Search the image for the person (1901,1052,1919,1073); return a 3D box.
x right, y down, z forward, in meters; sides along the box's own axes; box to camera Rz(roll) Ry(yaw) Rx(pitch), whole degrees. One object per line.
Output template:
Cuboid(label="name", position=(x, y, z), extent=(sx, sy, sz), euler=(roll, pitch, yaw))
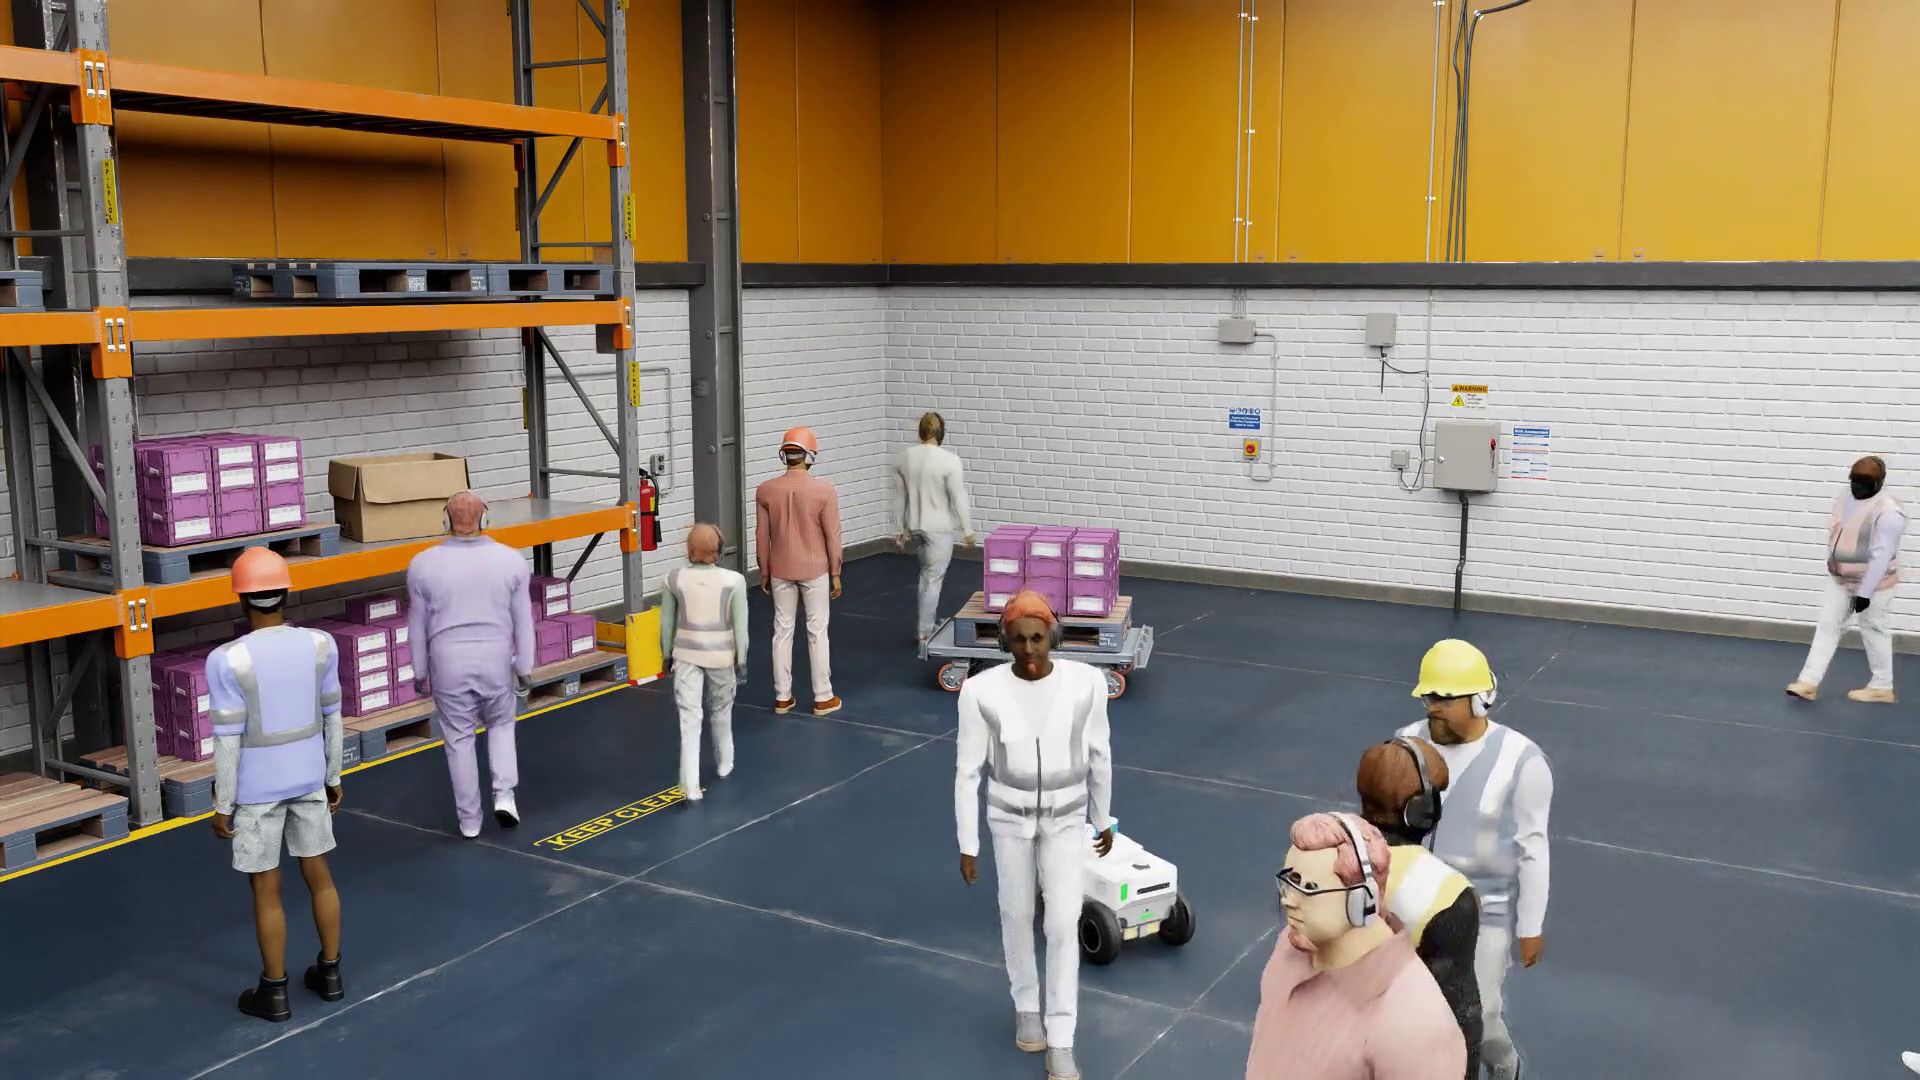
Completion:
Cuboid(label="person", position=(3.702, 1.159, 5.880), extent=(0.650, 1.886, 0.749), euler=(-2, 9, -15))

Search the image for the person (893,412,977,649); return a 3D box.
Cuboid(label="person", position=(-0.163, -0.084, 13.512), extent=(0.648, 1.918, 0.642), euler=(8, 12, 40))

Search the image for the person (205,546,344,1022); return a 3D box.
Cuboid(label="person", position=(-2.795, 0.986, 6.793), extent=(0.363, 1.934, 0.552), euler=(8, 12, 40))

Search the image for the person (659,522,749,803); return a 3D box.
Cuboid(label="person", position=(-1.490, 0.693, 9.683), extent=(0.529, 1.595, 0.847), euler=(0, 9, -1))

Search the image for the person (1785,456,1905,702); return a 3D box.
Cuboid(label="person", position=(6.218, 0.291, 11.615), extent=(0.881, 1.783, 0.696), euler=(-2, 9, -10))

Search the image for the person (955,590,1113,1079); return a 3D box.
Cuboid(label="person", position=(0.287, 1.112, 6.264), extent=(0.609, 1.852, 0.791), euler=(0, 9, 1))

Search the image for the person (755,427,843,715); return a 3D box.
Cuboid(label="person", position=(-1.094, 0.217, 11.439), extent=(0.609, 1.986, 0.392), euler=(2, 9, 12))

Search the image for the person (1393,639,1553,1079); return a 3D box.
Cuboid(label="person", position=(1.716, 1.222, 5.691), extent=(0.472, 1.816, 0.608), euler=(-8, 12, -42))

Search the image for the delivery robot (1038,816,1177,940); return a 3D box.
Cuboid(label="delivery robot", position=(0.662, 1.501, 7.567), extent=(0.477, 0.478, 0.707), euler=(-6, 11, -31))

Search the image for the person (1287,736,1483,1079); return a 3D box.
Cuboid(label="person", position=(1.096, 1.420, 4.415), extent=(0.523, 1.827, 0.643), euler=(-5, 10, -29))

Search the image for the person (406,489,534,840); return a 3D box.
Cuboid(label="person", position=(-2.625, 0.669, 8.927), extent=(0.644, 1.892, 0.427), euler=(-4, 10, -21))

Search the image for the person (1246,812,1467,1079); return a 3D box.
Cuboid(label="person", position=(0.858, 1.508, 3.676), extent=(0.556, 1.890, 0.651), euler=(-2, 9, -12))
